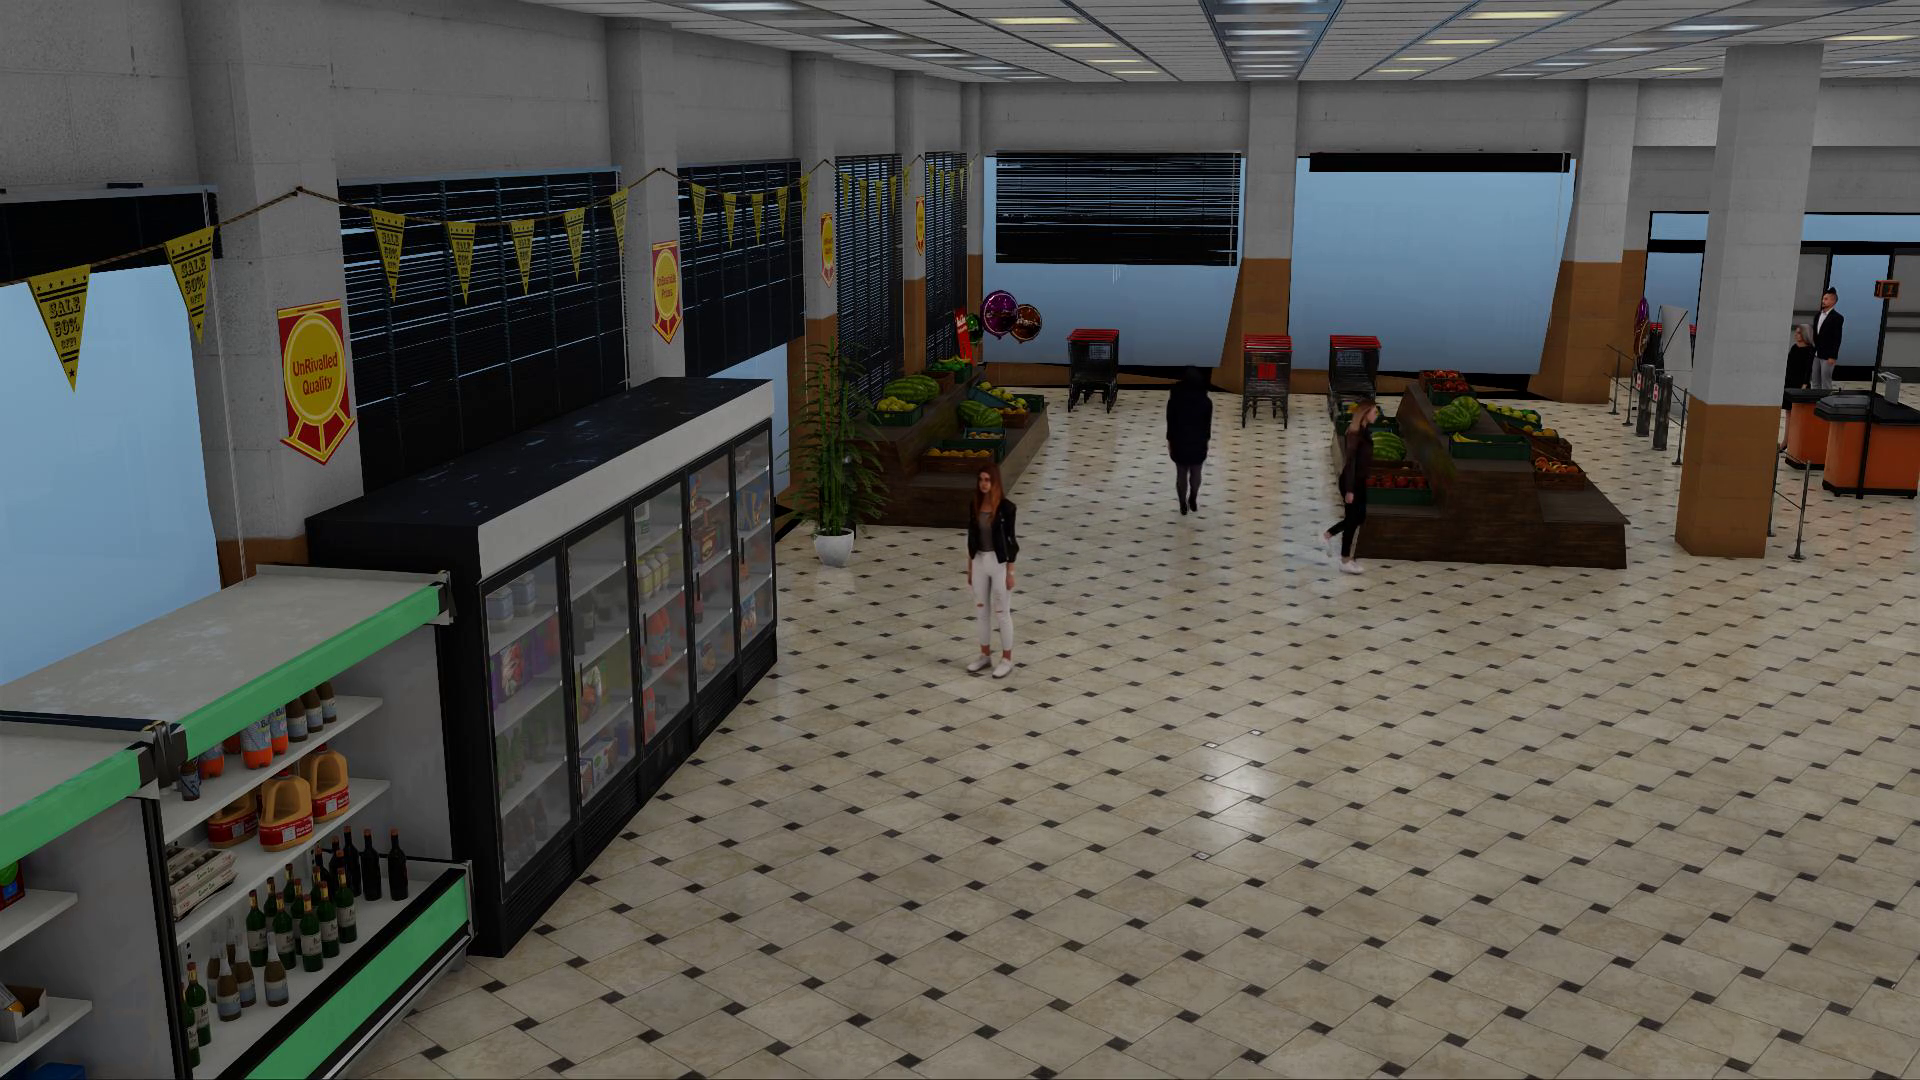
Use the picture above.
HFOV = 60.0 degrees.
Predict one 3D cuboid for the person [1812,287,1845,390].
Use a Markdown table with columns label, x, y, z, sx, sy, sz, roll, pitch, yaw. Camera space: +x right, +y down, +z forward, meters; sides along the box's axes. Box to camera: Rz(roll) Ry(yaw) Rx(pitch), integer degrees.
| label | x | y | z | sx | sy | sz | roll | pitch | yaw |
| --- | --- | --- | --- | --- | --- | --- | --- | --- | --- |
| person | 13.072 | -2.843 | 25.134 | 0.852 | 1.949 | 0.686 | -3 | 14 | -13 |

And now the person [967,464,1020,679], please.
| label | x | y | z | sx | sy | sz | roll | pitch | yaw |
| --- | --- | --- | --- | --- | --- | --- | --- | --- | --- |
| person | 0.258 | 0.227 | 13.020 | 0.654 | 1.694 | 0.656 | 9 | 16 | 32 |

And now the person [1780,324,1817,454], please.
| label | x | y | z | sx | sy | sz | roll | pitch | yaw |
| --- | --- | --- | --- | --- | --- | --- | --- | --- | --- |
| person | 11.114 | -2.004 | 22.107 | 0.738 | 1.747 | 0.624 | -3 | 14 | -12 |

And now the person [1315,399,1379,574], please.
| label | x | y | z | sx | sy | sz | roll | pitch | yaw |
| --- | --- | --- | --- | --- | --- | --- | --- | --- | --- |
| person | 3.764 | -0.535 | 16.184 | 0.889 | 1.684 | 0.871 | 11 | 17 | 38 |

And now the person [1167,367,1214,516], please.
| label | x | y | z | sx | sy | sz | roll | pitch | yaw |
| --- | --- | --- | --- | --- | --- | --- | --- | --- | --- |
| person | 2.533 | -1.070 | 18.428 | 0.672 | 1.666 | 0.773 | 2 | 14 | 7 |
